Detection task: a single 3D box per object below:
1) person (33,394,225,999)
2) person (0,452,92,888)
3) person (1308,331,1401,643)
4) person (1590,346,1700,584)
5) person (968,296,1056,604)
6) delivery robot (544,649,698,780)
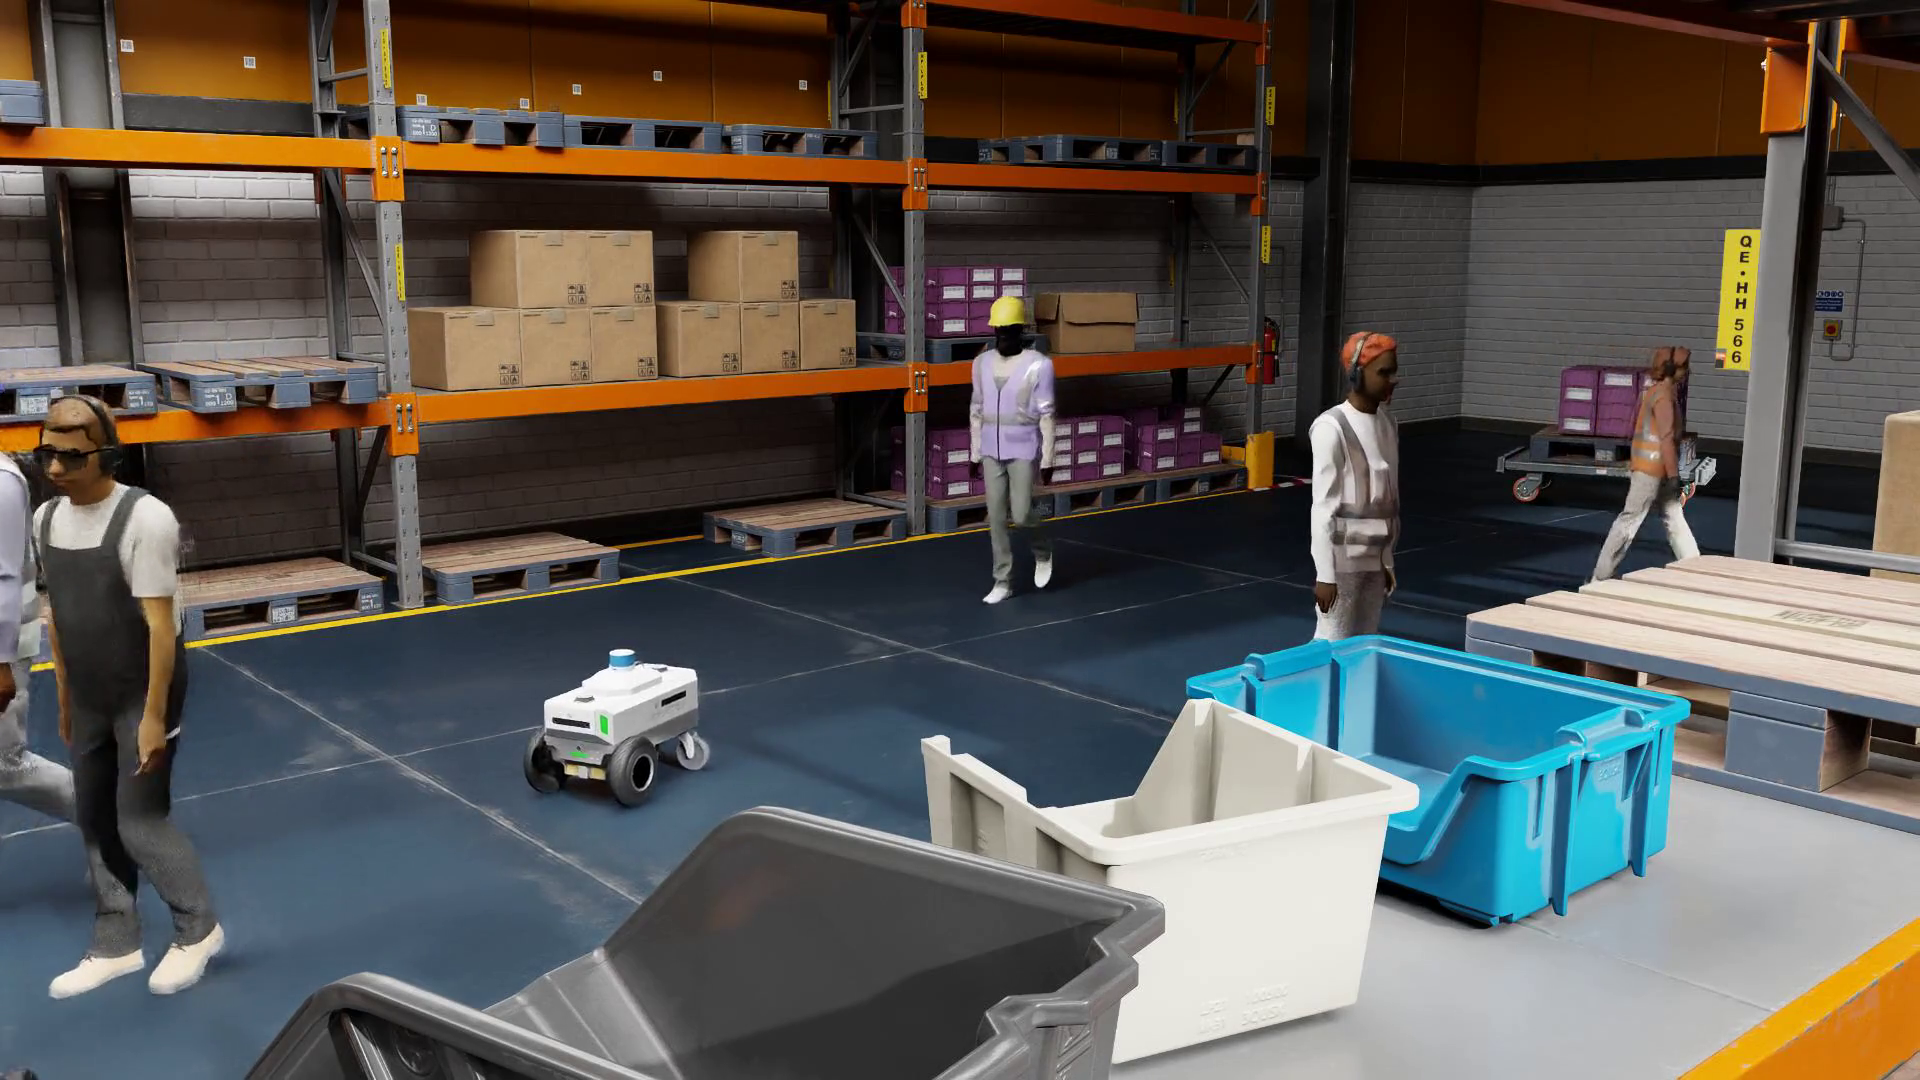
[{"bbox_3d":[-2.457,0.479,4.864,0.566,1.822,0.390,4,11,20],"label":"person"},{"bbox_3d":[-3.163,0.319,5.434,0.608,1.928,0.696,7,12,35],"label":"person"},{"bbox_3d":[1.613,0.093,6.805,0.337,1.883,0.583,8,13,40],"label":"person"},{"bbox_3d":[4.459,-0.421,10.505,0.882,1.588,0.549,4,11,21],"label":"person"},{"bbox_3d":[0.346,-0.563,10.391,0.586,1.917,0.535,6,12,32],"label":"person"},{"bbox_3d":[-1.393,0.696,6.889,0.477,0.478,0.707,5,11,24],"label":"delivery robot"}]
